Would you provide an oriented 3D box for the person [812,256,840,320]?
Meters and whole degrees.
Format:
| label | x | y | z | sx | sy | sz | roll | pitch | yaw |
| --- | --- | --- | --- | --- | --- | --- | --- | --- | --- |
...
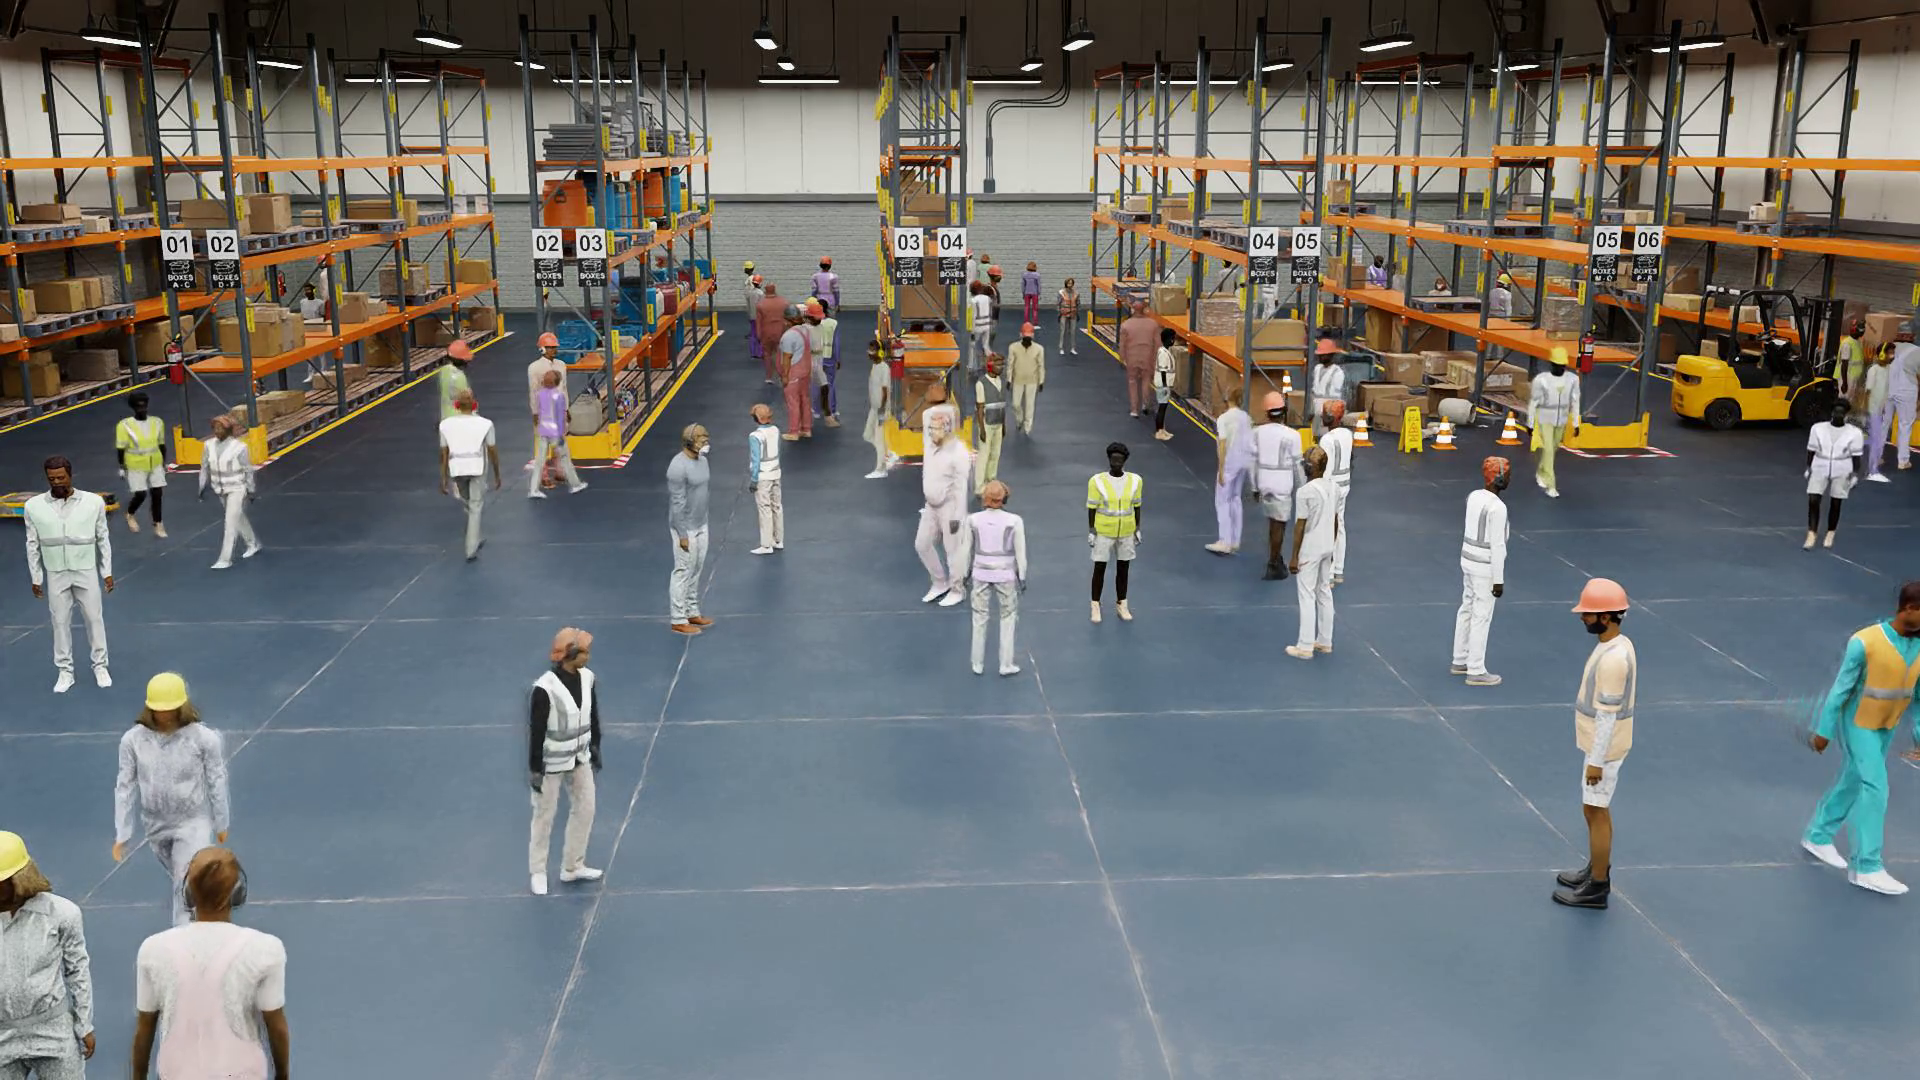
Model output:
| label | x | y | z | sx | sy | sz | roll | pitch | yaw |
| --- | --- | --- | --- | --- | --- | --- | --- | --- | --- |
| person | -2.877 | -5.095 | 35.846 | 0.605 | 2.045 | 0.377 | 3 | 14 | 12 |

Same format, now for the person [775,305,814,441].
| label | x | y | z | sx | sy | sz | roll | pitch | yaw |
| --- | --- | --- | --- | --- | --- | --- | --- | --- | --- |
| person | -2.504 | -2.527 | 24.973 | 0.536 | 2.000 | 0.684 | 6 | 15 | 24 |

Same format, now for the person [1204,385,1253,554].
| label | x | y | z | sx | sy | sz | roll | pitch | yaw |
| --- | --- | --- | --- | --- | --- | --- | --- | --- | --- |
| person | 2.937 | -0.764 | 18.014 | 0.626 | 1.803 | 0.453 | -11 | 17 | -38 |

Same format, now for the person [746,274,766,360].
| label | x | y | z | sx | sy | sz | roll | pitch | yaw |
| --- | --- | --- | --- | --- | --- | --- | --- | --- | --- |
| person | -4.161 | -4.607 | 34.388 | 0.572 | 1.755 | 0.319 | 11 | 17 | 40 |

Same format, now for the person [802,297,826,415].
| label | x | y | z | sx | sy | sz | roll | pitch | yaw |
| --- | --- | --- | --- | --- | --- | --- | --- | --- | --- |
| person | -2.408 | -3.005 | 27.238 | 0.587 | 1.928 | 0.362 | 11 | 17 | 38 |

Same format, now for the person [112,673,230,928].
| label | x | y | z | sx | sy | sz | roll | pitch | yaw |
| --- | --- | --- | --- | --- | --- | --- | --- | --- | --- |
| person | -4.101 | 1.490 | 8.713 | 0.493 | 1.686 | 0.946 | -1 | 13 | -3 |

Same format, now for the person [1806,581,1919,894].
| label | x | y | z | sx | sy | sz | roll | pitch | yaw |
| --- | --- | --- | --- | --- | --- | --- | --- | --- | --- |
| person | 5.443 | 1.133 | 9.836 | 0.614 | 1.868 | 0.898 | -5 | 14 | -21 |

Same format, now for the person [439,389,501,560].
| label | x | y | z | sx | sy | sz | roll | pitch | yaw |
| --- | --- | --- | --- | --- | --- | --- | --- | --- | --- |
| person | -5.234 | -0.706 | 17.783 | 0.587 | 1.804 | 0.982 | -1 | 13 | -3 |

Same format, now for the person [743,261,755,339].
| label | x | y | z | sx | sy | sz | roll | pitch | yaw |
| --- | --- | --- | --- | --- | --- | --- | --- | --- | --- |
| person | -4.820 | -5.510 | 38.198 | 0.310 | 1.769 | 0.525 | -2 | 14 | -10 |

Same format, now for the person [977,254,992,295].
| label | x | y | z | sx | sy | sz | roll | pitch | yaw |
| --- | --- | --- | --- | --- | --- | --- | --- | --- | --- |
| person | 0.652 | -6.583 | 43.047 | 0.502 | 1.629 | 0.287 | 10 | 17 | 37 |

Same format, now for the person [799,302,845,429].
| label | x | y | z | sx | sy | sz | roll | pitch | yaw |
| --- | --- | --- | --- | --- | --- | --- | --- | --- | --- |
| person | -2.199 | -2.675 | 25.711 | 0.905 | 1.986 | 0.695 | 6 | 14 | 23 |

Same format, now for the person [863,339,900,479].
| label | x | y | z | sx | sy | sz | roll | pitch | yaw |
| --- | --- | --- | --- | --- | --- | --- | --- | --- | --- |
| person | -1.047 | -1.728 | 21.989 | 0.461 | 1.856 | 0.520 | -7 | 15 | -26 |

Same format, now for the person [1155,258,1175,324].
| label | x | y | z | sx | sy | sz | roll | pitch | yaw |
| --- | --- | --- | --- | --- | --- | --- | --- | --- | --- |
| person | 4.508 | -5.398 | 37.449 | 0.640 | 1.900 | 0.404 | 8 | 15 | 30 |

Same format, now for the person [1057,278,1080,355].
| label | x | y | z | sx | sy | sz | roll | pitch | yaw |
| --- | --- | --- | --- | --- | --- | --- | --- | --- | --- |
| person | 2.296 | -4.737 | 35.219 | 0.518 | 1.631 | 0.316 | -3 | 14 | -14 |

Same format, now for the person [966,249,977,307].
| label | x | y | z | sx | sy | sz | roll | pitch | yaw |
| --- | --- | --- | --- | --- | --- | --- | --- | --- | --- |
| person | 0.223 | -6.680 | 43.207 | 0.349 | 1.743 | 0.563 | 7 | 15 | 26 |

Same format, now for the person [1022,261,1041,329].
| label | x | y | z | sx | sy | sz | roll | pitch | yaw |
| --- | --- | --- | --- | --- | --- | --- | --- | --- | --- |
| person | 1.730 | -5.909 | 40.173 | 0.498 | 1.634 | 0.281 | 6 | 14 | 23 |

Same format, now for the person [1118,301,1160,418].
| label | x | y | z | sx | sy | sz | roll | pitch | yaw |
| --- | --- | --- | --- | --- | --- | --- | --- | --- | --- |
| person | 2.893 | -2.948 | 27.088 | 0.668 | 1.881 | 0.560 | -1 | 13 | -5 |

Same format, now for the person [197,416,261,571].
| label | x | y | z | sx | sy | sz | roll | pitch | yaw |
| --- | --- | --- | --- | --- | --- | --- | --- | --- | --- |
| person | -7.670 | -0.524 | 17.462 | 0.520 | 1.589 | 0.900 | 4 | 14 | 17 |

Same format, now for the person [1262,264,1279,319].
| label | x | y | z | sx | sy | sz | roll | pitch | yaw |
| --- | --- | --- | --- | --- | --- | --- | --- | --- | --- |
| person | 7.150 | -5.583 | 38.274 | 0.359 | 1.880 | 0.575 | -4 | 14 | -18 |

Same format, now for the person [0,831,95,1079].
| label | x | y | z | sx | sy | sz | roll | pitch | yaw |
| --- | --- | --- | --- | --- | --- | --- | --- | --- | --- |
| person | -3.697 | 1.964 | 6.586 | 0.492 | 1.742 | 0.323 | -5 | 14 | -20 |

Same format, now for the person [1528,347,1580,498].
| label | x | y | z | sx | sy | sz | roll | pitch | yaw |
| --- | --- | --- | --- | --- | --- | --- | --- | --- | --- |
| person | 7.500 | -1.532 | 21.109 | 0.584 | 1.884 | 0.961 | -1 | 13 | -5 |

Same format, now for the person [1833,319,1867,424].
| label | x | y | z | sx | sy | sz | roll | pitch | yaw |
| --- | --- | --- | --- | --- | --- | --- | --- | --- | --- |
| person | 13.208 | -2.375 | 24.743 | 0.376 | 1.844 | 0.571 | 12 | 18 | 41 |

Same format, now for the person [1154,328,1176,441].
| label | x | y | z | sx | sy | sz | roll | pitch | yaw |
| --- | --- | --- | --- | --- | --- | --- | --- | --- | --- |
| person | 3.061 | -2.331 | 24.902 | 0.320 | 1.686 | 0.539 | 2 | 13 | 10 |

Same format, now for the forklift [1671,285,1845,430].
| label | x | y | z | sx | sy | sz | roll | pitch | yaw |
| --- | --- | --- | --- | --- | --- | --- | --- | --- | --- |
| forklift | 12.503 | -2.886 | 26.166 | 2.313 | 2.155 | 1.214 | -1 | 13 | -3 |

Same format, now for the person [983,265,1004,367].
| label | x | y | z | sx | sy | sz | roll | pitch | yaw |
| --- | --- | --- | --- | --- | --- | --- | --- | --- | --- |
| person | 0.676 | -4.453 | 33.166 | 0.415 | 2.034 | 0.601 | 3 | 14 | 11 |

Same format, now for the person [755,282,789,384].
| label | x | y | z | sx | sy | sz | roll | pitch | yaw |
| --- | --- | --- | --- | --- | --- | --- | --- | --- | --- |
| person | -3.477 | -3.824 | 30.772 | 0.663 | 1.894 | 0.515 | -5 | 14 | -19 |

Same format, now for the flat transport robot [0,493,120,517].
| label | x | y | z | sx | sy | sz | roll | pitch | yaw |
| --- | --- | --- | --- | --- | --- | --- | --- | --- | --- |
| flat transport robot | -10.901 | -0.418 | 19.831 | 1.431 | 0.197 | 0.652 | 1 | 13 | 2 |

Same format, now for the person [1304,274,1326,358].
| label | x | y | z | sx | sy | sz | roll | pitch | yaw |
| --- | --- | --- | --- | --- | --- | --- | --- | --- | --- |
| person | 7.403 | -4.665 | 34.650 | 0.355 | 1.759 | 0.520 | 1 | 13 | 3 |

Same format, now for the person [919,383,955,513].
| label | x | y | z | sx | sy | sz | roll | pitch | yaw |
| --- | --- | --- | --- | --- | --- | --- | --- | --- | --- |
| person | -0.224 | -1.053 | 19.634 | 0.509 | 1.609 | 0.660 | -11 | 17 | -39 |

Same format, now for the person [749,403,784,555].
| label | x | y | z | sx | sy | sz | roll | pitch | yaw |
| --- | --- | --- | --- | --- | --- | --- | --- | --- | --- |
| person | -2.095 | -0.657 | 17.918 | 0.315 | 1.636 | 0.515 | 7 | 15 | 26 |
